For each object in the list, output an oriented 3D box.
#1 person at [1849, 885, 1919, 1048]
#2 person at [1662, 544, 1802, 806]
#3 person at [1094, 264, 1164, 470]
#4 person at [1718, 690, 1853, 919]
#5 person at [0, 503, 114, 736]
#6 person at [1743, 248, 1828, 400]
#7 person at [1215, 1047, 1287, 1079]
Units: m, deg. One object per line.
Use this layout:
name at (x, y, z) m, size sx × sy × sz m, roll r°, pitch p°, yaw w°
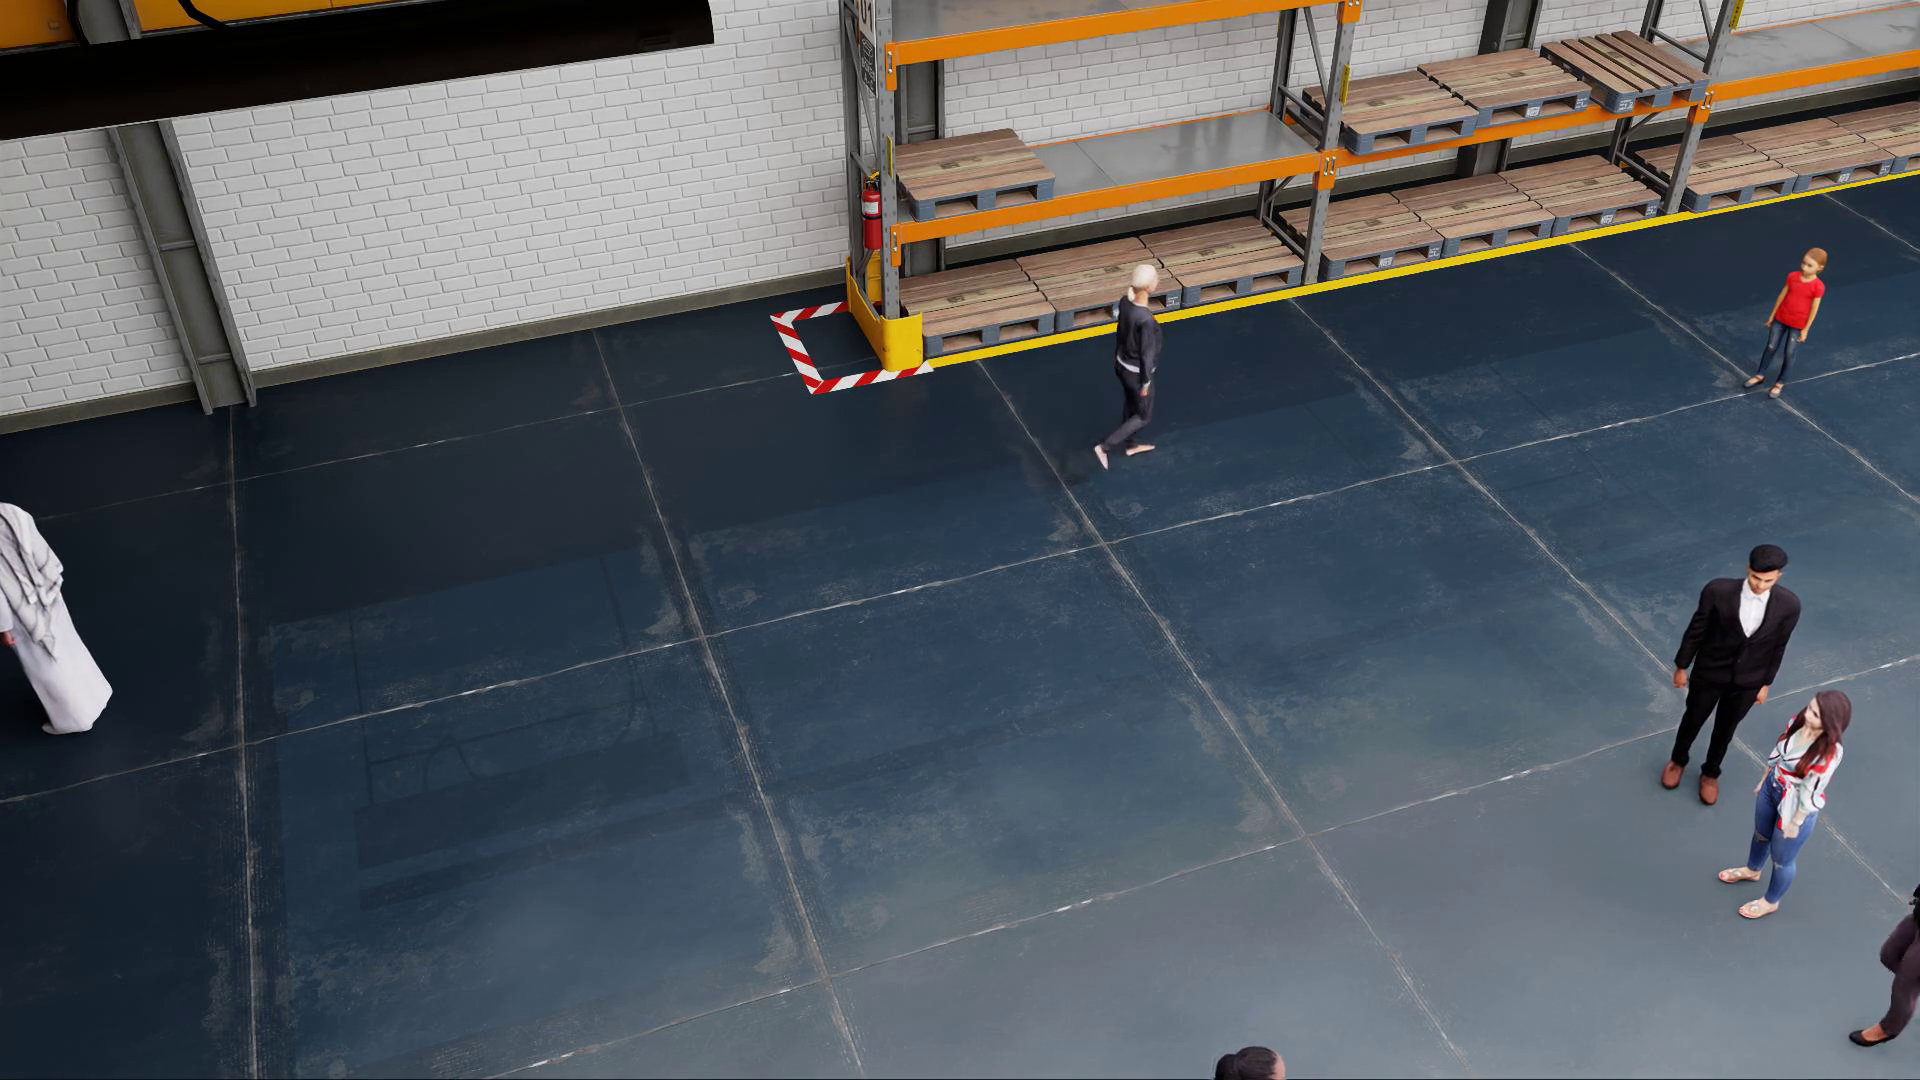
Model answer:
person at (4.973, 2.044, 8.352) m, size 0.875 × 1.661 × 0.805 m, roll 12°, pitch 40°, yaw 15°
person at (4.533, 0.750, 9.800) m, size 0.761 × 1.876 × 0.844 m, roll 13°, pitch 40°, yaw 16°
person at (1.255, -1.279, 12.471) m, size 0.881 × 1.713 × 0.674 m, roll -18°, pitch 42°, yaw -21°
person at (4.579, 1.433, 9.158) m, size 0.588 × 1.610 × 0.632 m, roll -4°, pitch 39°, yaw -5°
person at (-5.713, 0.405, 10.194) m, size 0.816 × 1.924 × 0.803 m, roll 6°, pitch 39°, yaw 8°
person at (6.708, -1.769, 13.408) m, size 0.576 × 1.311 × 0.550 m, roll -27°, pitch 46°, yaw -29°
person at (1.239, 2.787, 7.367) m, size 0.650 × 1.729 × 0.676 m, roll -3°, pitch 39°, yaw -4°
